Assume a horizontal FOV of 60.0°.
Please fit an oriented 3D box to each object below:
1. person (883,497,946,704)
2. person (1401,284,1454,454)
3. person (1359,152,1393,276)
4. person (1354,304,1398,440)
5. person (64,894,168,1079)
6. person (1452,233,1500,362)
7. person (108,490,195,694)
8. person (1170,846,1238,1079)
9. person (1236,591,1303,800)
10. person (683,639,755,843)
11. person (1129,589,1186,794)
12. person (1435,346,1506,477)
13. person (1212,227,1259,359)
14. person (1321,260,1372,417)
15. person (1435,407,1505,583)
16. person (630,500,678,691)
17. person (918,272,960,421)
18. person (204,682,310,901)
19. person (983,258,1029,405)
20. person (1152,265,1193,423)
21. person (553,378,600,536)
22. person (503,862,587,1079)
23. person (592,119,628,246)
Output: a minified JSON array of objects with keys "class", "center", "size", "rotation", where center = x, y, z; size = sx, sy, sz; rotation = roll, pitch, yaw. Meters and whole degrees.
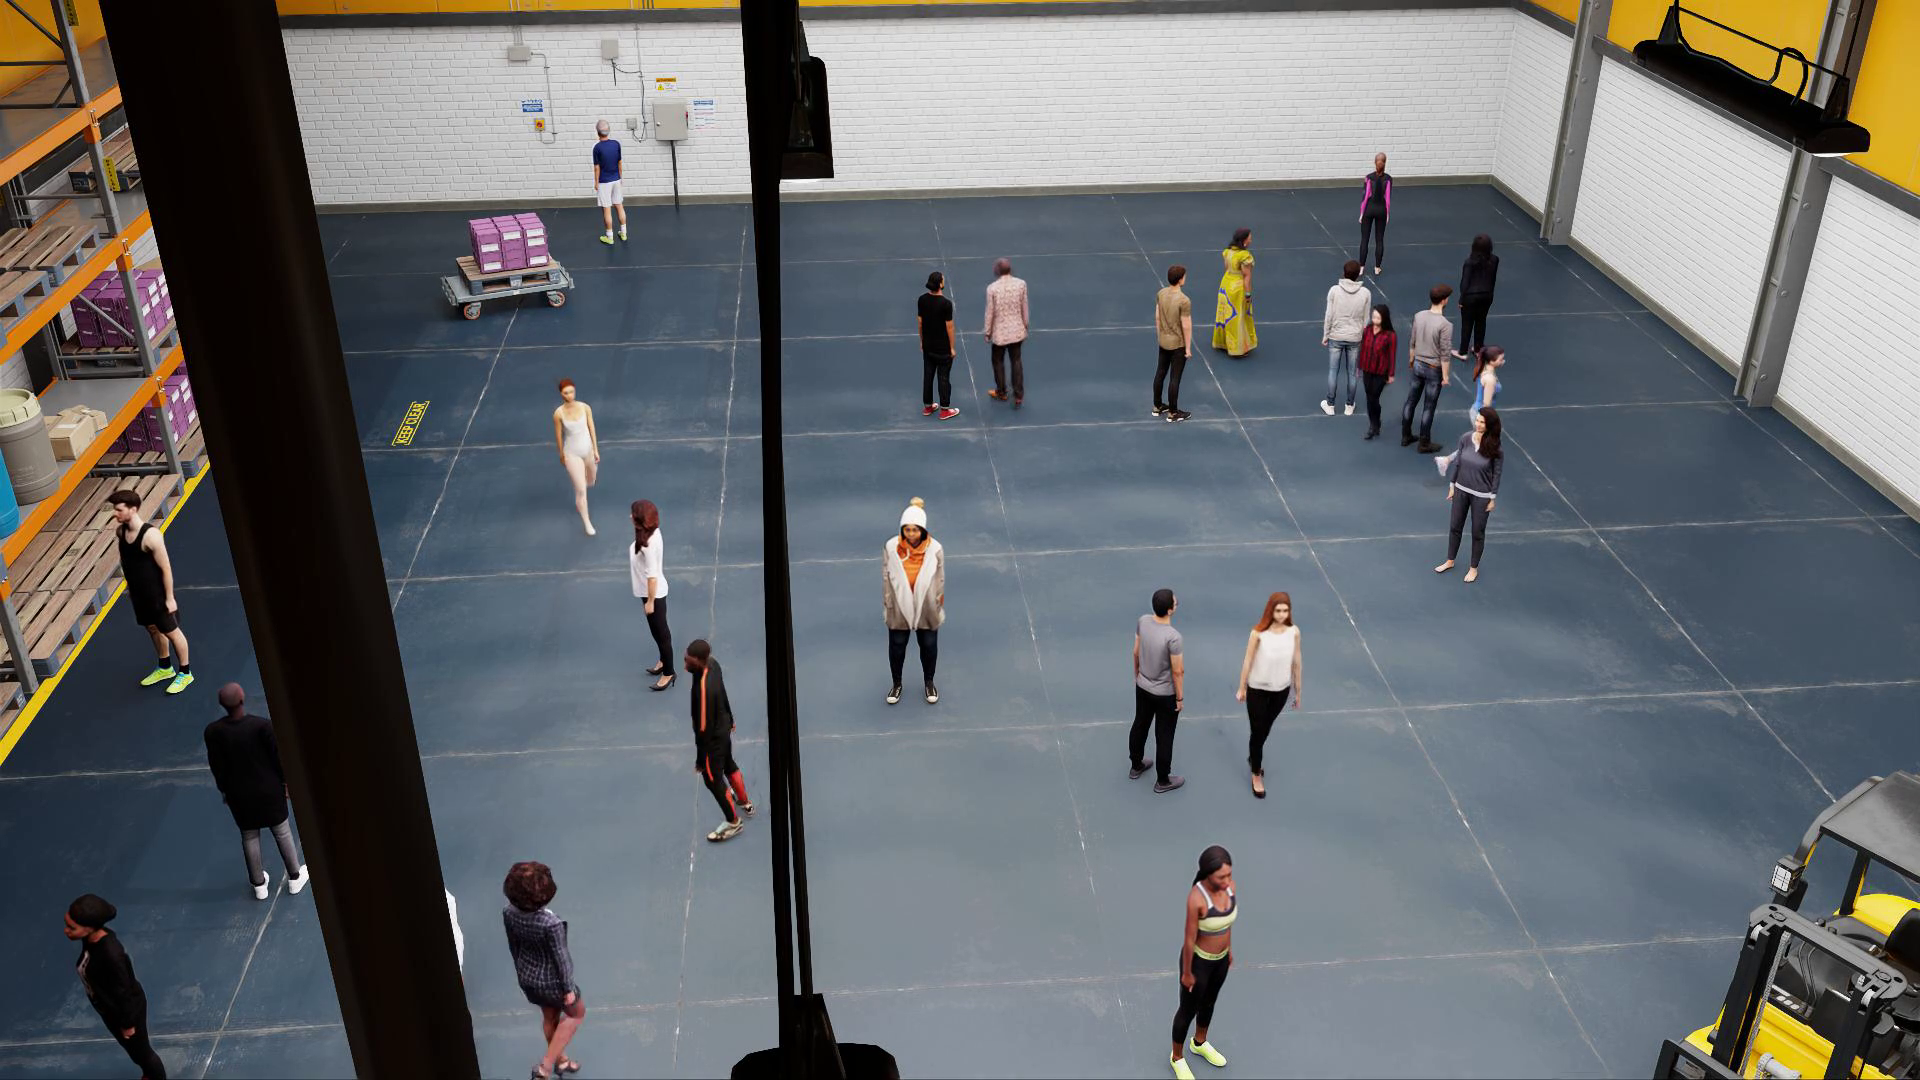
[{"class":"person","center":[-0.384,0.507,14.009],"size":[0.702,1.888,0.683],"rotation":[0,29,0]},{"class":"person","center":[5.173,-1.902,18.409],"size":[0.833,1.903,0.692],"rotation":[-19,34,-30]},{"class":"person","center":[5.870,-4.628,23.564],"size":[0.598,1.751,0.597],"rotation":[3,29,5]},{"class":"person","center":[4.726,-1.915,18.707],"size":[0.779,1.639,0.701],"rotation":[-24,36,-36]},{"class":"person","center":[-5.054,2.800,10.025],"size":[0.657,1.676,0.718],"rotation":[22,36,34]},{"class":"person","center":[6.461,-3.040,20.793],"size":[0.712,1.616,0.707],"rotation":[-10,30,-18]},{"class":"person","center":[-6.893,0.415,14.172],"size":[0.774,1.891,0.779],"rotation":[13,31,23]},{"class":"person","center":[1.515,2.598,10.313],"size":[0.646,1.754,0.666],"rotation":[-20,35,-33]},{"class":"person","center":[2.391,1.121,13.075],"size":[0.658,1.703,0.830],"rotation":[-5,29,-9]},{"class":"person","center":[-1.780,1.444,12.405],"size":[0.915,1.778,0.579],"rotation":[7,29,12]},{"class":"person","center":[1.540,1.148,12.973],"size":[0.761,1.754,0.670],"rotation":[-24,36,-36]},{"class":"person","center":[5.477,-1.308,17.648],"size":[0.765,1.587,0.942],"rotation":[2,29,4]},{"class":"person","center":[3.475,-3.131,20.915],"size":[1.029,1.660,0.883],"rotation":[-14,31,-23]},{"class":"person","center":[4.458,-2.343,19.270],"size":[0.702,1.852,0.632],"rotation":[2,29,4]},{"class":"person","center":[4.909,-0.456,15.898],"size":[0.681,1.768,0.736],"rotation":[21,35,33]},{"class":"person","center":[-2.608,0.459,14.194],"size":[0.695,1.794,0.492],"rotation":[-6,29,-11]},{"class":"person","center":[-0.265,-2.253,19.203],"size":[0.727,1.758,0.766],"rotation":[17,33,28]},{"class":"person","center":[-5.021,1.776,11.815],"size":[0.670,1.761,0.587],"rotation":[-6,29,-11]},{"class":"person","center":[0.562,-2.412,19.469],"size":[0.866,1.782,0.869],"rotation":[-9,30,-17]},{"class":"person","center":[2.442,-2.279,19.154],"size":[0.811,1.852,0.704],"rotation":[-21,35,-34]},{"class":"person","center":[-3.882,-0.889,16.853],"size":[0.841,1.614,1.059],"rotation":[-16,33,-27]},{"class":"person","center":[-2.588,2.734,10.149],"size":[0.807,1.673,0.864],"rotation":[18,34,30]},{"class":"person","center":[-5.235,-5.322,24.819],"size":[0.722,1.768,0.758],"rotation":[-24,37,-37]}]
